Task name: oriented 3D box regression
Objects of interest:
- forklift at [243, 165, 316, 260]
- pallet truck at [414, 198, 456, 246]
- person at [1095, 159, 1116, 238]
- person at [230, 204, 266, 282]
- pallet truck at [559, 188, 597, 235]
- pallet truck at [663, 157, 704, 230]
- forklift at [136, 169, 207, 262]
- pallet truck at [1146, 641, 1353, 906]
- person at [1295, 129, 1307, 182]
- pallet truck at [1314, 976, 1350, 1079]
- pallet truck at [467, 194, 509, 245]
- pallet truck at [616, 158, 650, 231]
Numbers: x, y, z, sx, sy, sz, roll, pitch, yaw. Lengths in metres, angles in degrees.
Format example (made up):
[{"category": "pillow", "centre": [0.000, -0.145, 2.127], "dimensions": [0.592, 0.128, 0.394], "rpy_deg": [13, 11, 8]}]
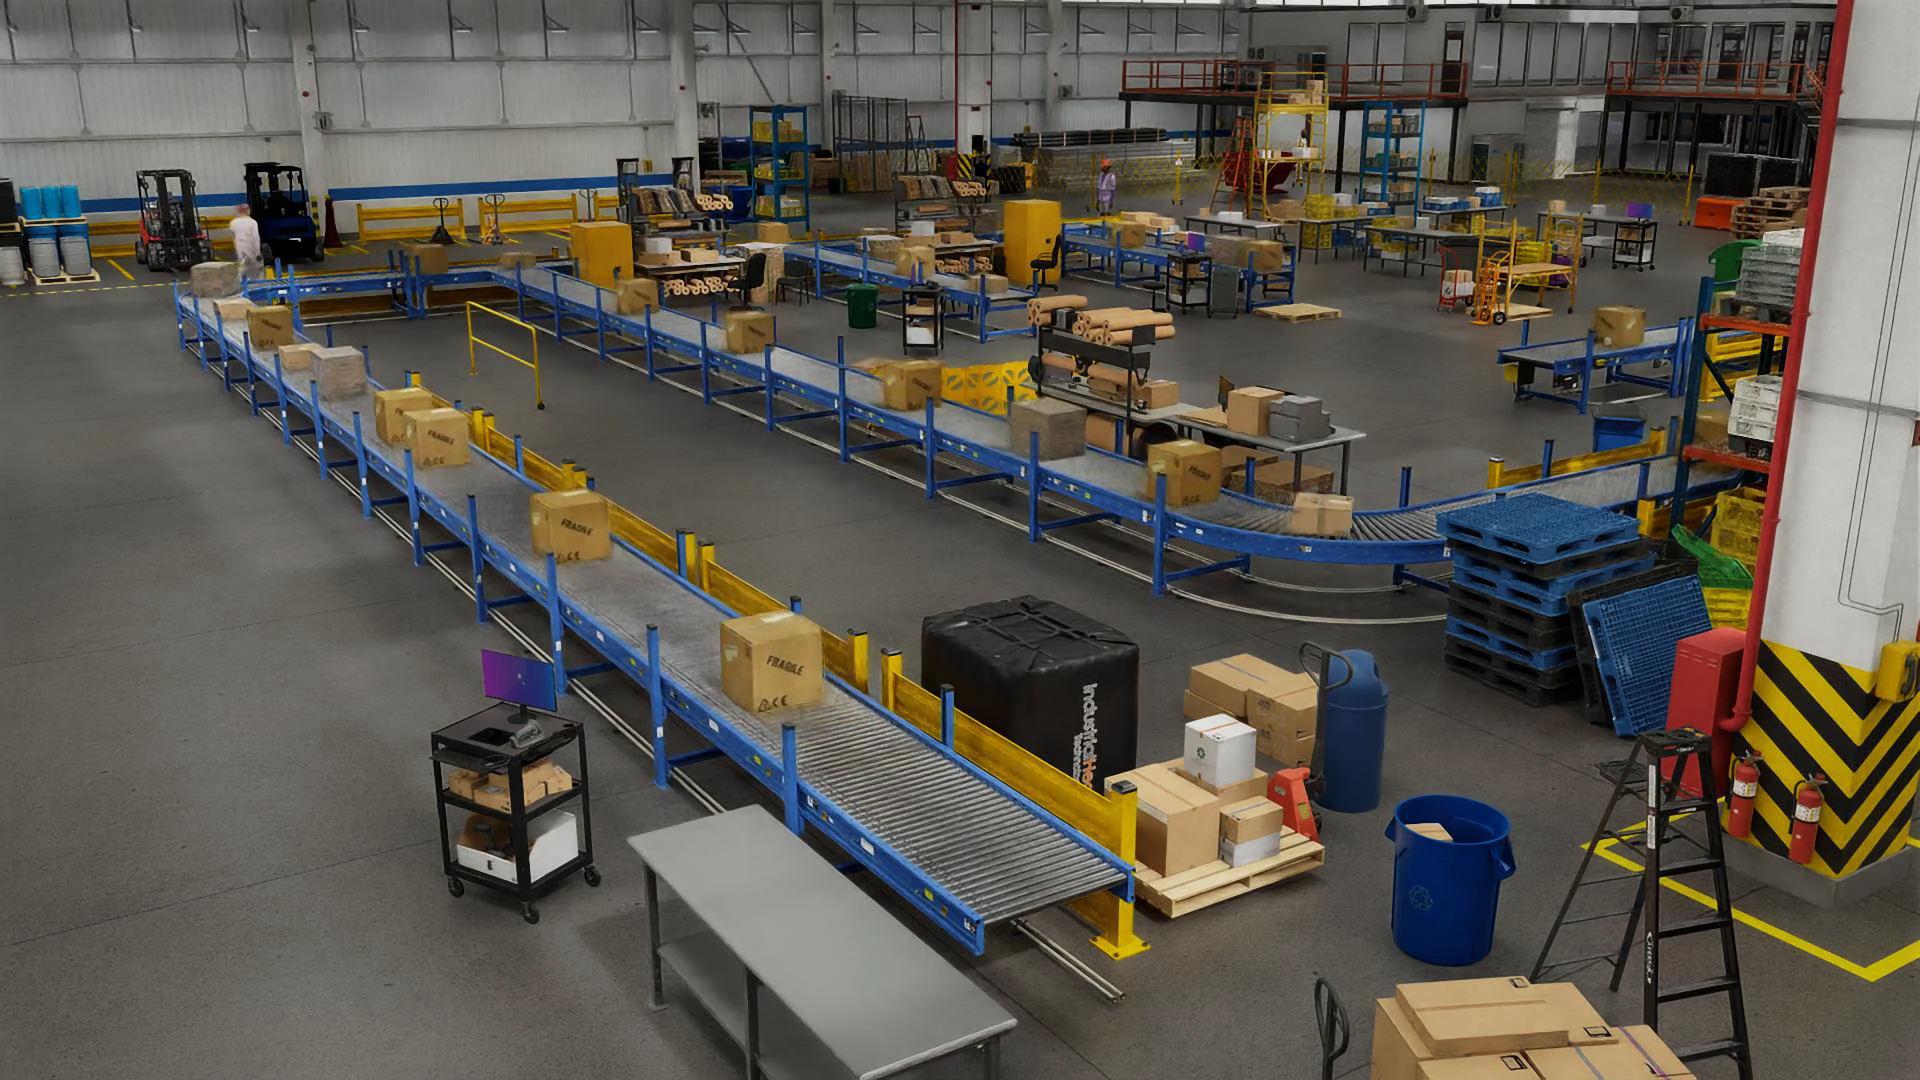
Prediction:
[{"category": "forklift", "centre": [-15.898, -7.669, 38.708], "dimensions": [1.157, 1.987, 2.680], "rpy_deg": [-11, 20, -33]}, {"category": "pallet truck", "centre": [-13.250, -8.060, 41.856], "dimensions": [0.680, 1.201, 1.601], "rpy_deg": [-10, 20, -31]}, {"category": "person", "centre": [3.729, -8.786, 42.881], "dimensions": [0.378, 2.040, 0.614], "rpy_deg": [-12, 20, -35]}, {"category": "person", "centre": [-14.040, -5.727, 32.993], "dimensions": [0.682, 1.860, 0.947], "rpy_deg": [5, 17, 16]}, {"category": "pallet truck", "centre": [-10.010, -8.652, 43.699], "dimensions": [0.653, 1.274, 1.630], "rpy_deg": [-10, 20, -31]}, {"category": "pallet truck", "centre": [-7.586, -9.308, 44.692], "dimensions": [0.823, 1.965, 1.885], "rpy_deg": [-11, 20, -33]}, {"category": "forklift", "centre": [-17.842, -7.318, 37.559], "dimensions": [1.157, 1.987, 2.680], "rpy_deg": [-10, 20, -31]}, {"category": "pallet truck", "centre": [1.664, 1.407, 10.232], "dimensions": [1.630, 1.274, 0.653], "rpy_deg": [-10, 20, -31]}, {"category": "person", "centre": [12.335, -13.864, 60.046], "dimensions": [0.353, 1.886, 0.573], "rpy_deg": [11, 20, 32]}, {"category": "pallet truck", "centre": [2.299, 2.390, 7.086], "dimensions": [1.601, 1.201, 0.680], "rpy_deg": [-2, 17, -7]}, {"category": "pallet truck", "centre": [-11.983, -8.177, 42.137], "dimensions": [0.704, 1.261, 1.522], "rpy_deg": [-11, 20, -33]}, {"category": "pallet truck", "centre": [-8.918, -9.176, 44.255], "dimensions": [0.823, 1.965, 1.885], "rpy_deg": [-9, 19, -27]}]
